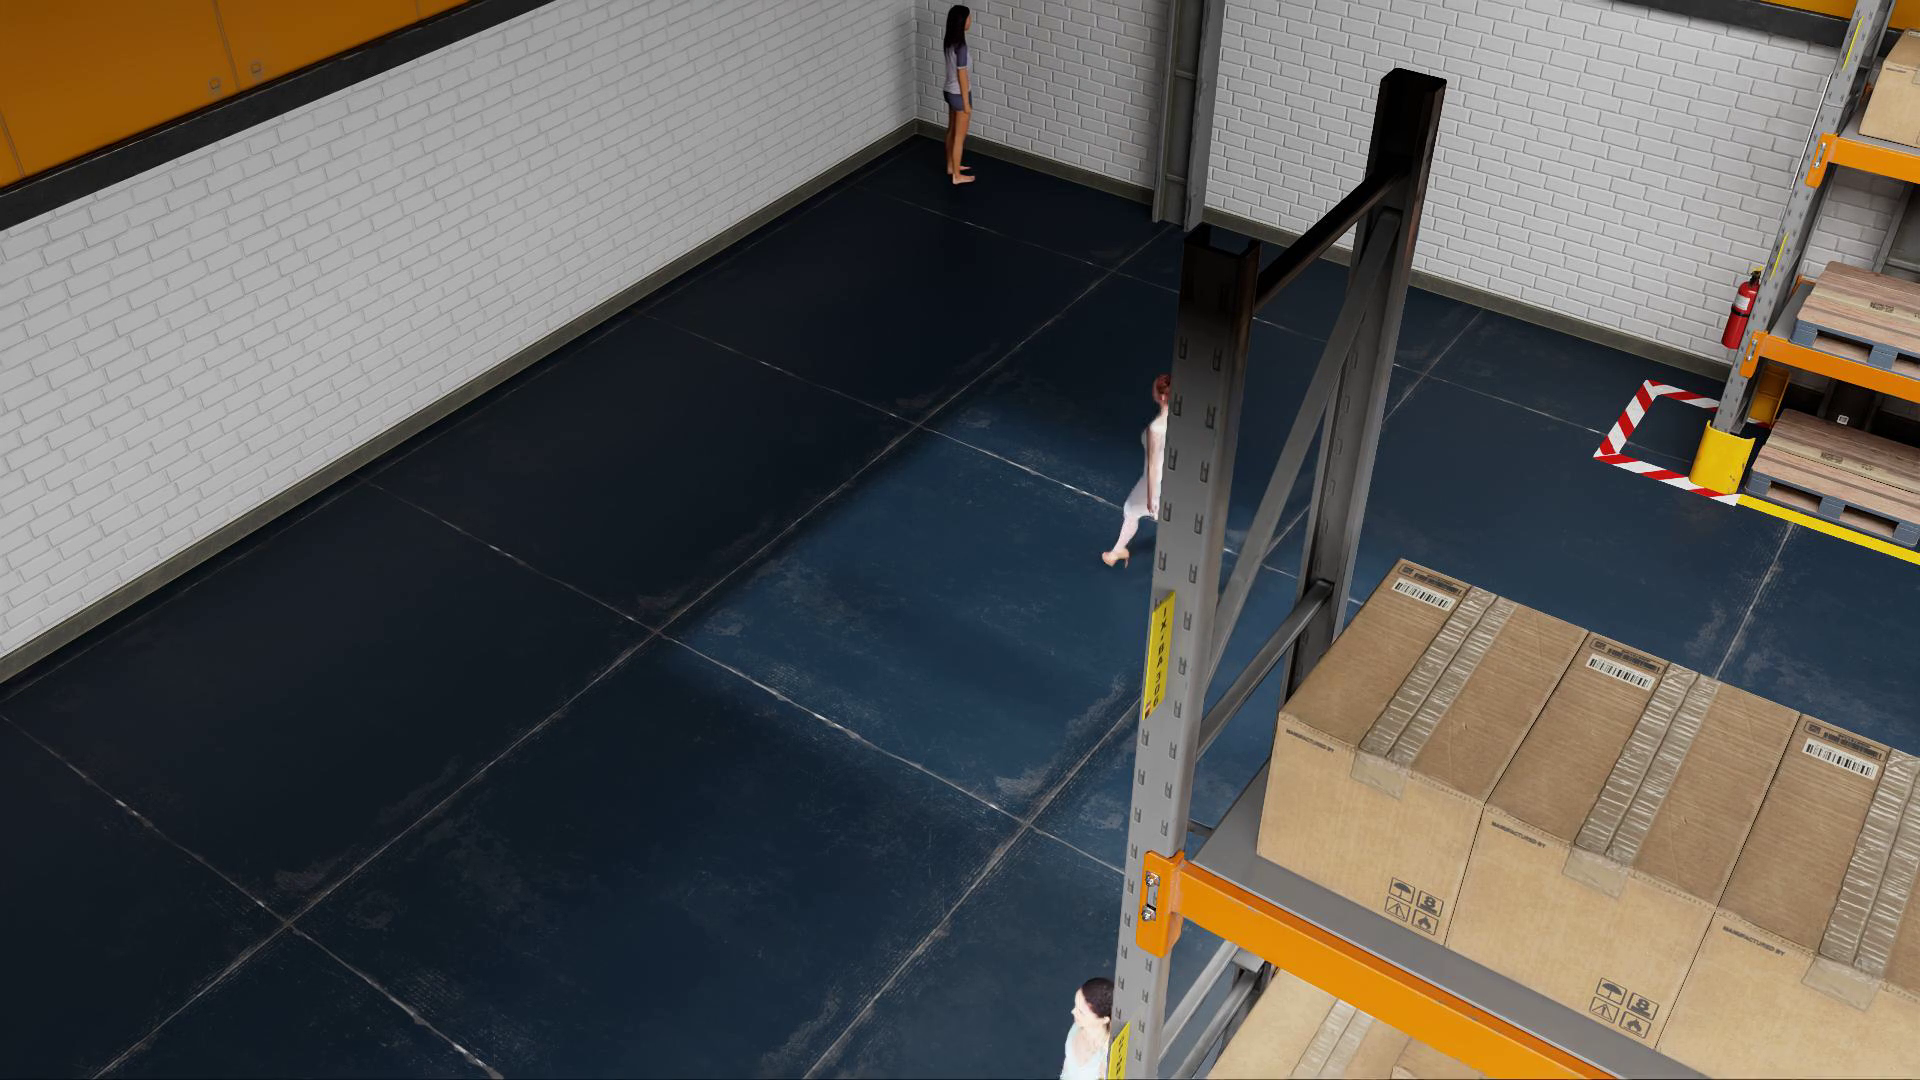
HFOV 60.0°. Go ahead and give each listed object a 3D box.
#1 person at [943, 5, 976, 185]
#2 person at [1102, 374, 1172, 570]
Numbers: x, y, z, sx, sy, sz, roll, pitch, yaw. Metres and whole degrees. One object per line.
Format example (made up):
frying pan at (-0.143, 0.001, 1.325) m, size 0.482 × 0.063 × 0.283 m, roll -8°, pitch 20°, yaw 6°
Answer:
person at (-0.023, -4.294, 16.022) m, size 0.718 × 1.733 × 0.627 m, roll -12°, pitch 40°, yaw -15°
person at (1.430, -0.315, 11.032) m, size 1.138 × 1.743 × 0.622 m, roll 26°, pitch 46°, yaw 29°
